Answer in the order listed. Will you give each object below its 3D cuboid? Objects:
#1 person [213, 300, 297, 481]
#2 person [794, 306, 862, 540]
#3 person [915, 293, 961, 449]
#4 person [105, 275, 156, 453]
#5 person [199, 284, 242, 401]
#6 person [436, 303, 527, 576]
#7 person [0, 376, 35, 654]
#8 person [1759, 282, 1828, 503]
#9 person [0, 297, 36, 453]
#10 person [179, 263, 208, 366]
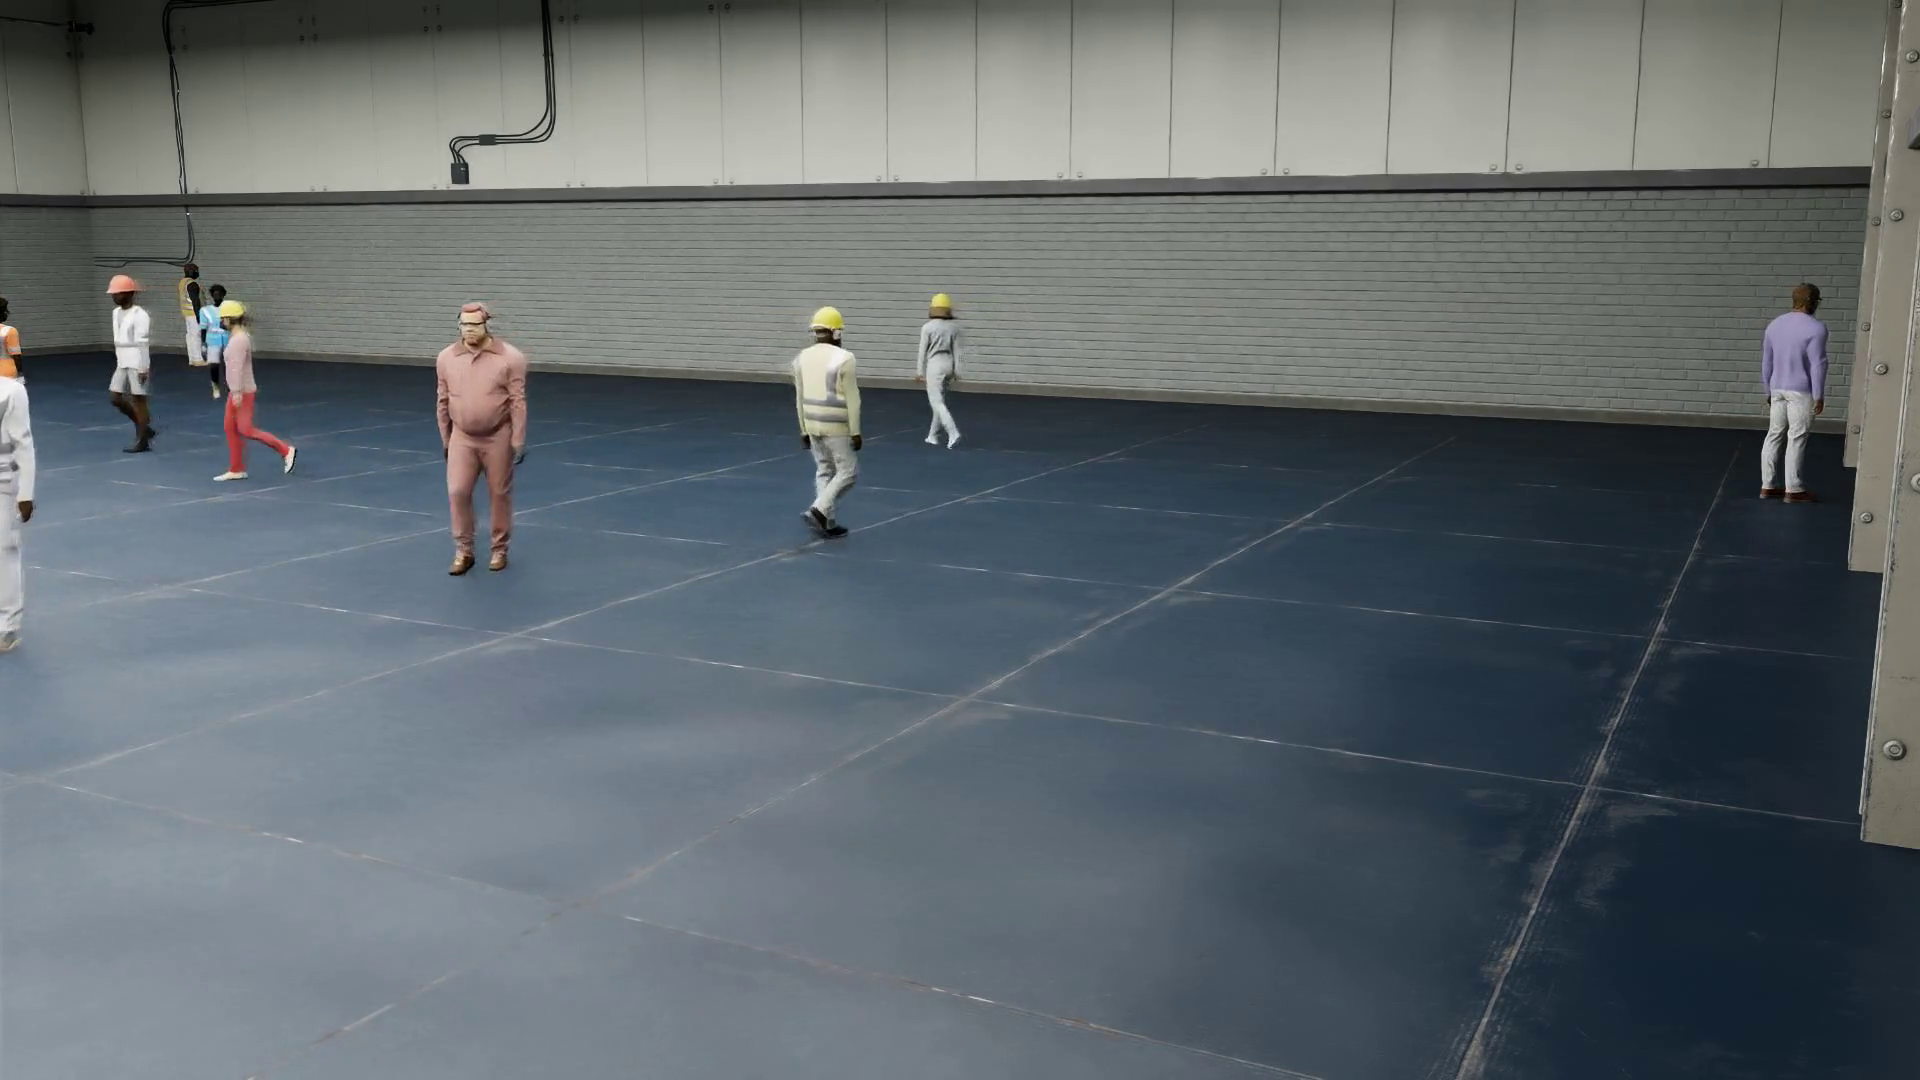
[{"bbox_3d":[-6.835,-1.434,15.980,0.673,1.740,0.522,-6,12,-30],"label":"person"},{"bbox_3d":[-1.024,-0.871,12.708,0.608,1.812,0.519,8,13,38],"label":"person"},{"bbox_3d":[-0.194,-1.881,18.503,0.494,1.716,0.817,-7,13,-35],"label":"person"},{"bbox_3d":[-8.977,-1.892,17.974,0.573,1.923,0.402,6,12,29],"label":"person"},{"bbox_3d":[-10.271,-2.719,23.144,0.545,1.687,0.417,-5,12,-26],"label":"person"},{"bbox_3d":[-3.327,-0.688,11.536,0.647,1.888,0.661,-1,10,-3],"label":"person"},{"bbox_3d":[-5.481,-0.271,9.284,0.615,1.868,0.453,-1,10,-8],"label":"person"},{"bbox_3d":[7.374,-1.299,14.708,0.353,1.937,0.635,-4,11,-19],"label":"person"},{"bbox_3d":[-10.239,-1.745,17.795,0.541,1.695,0.316,2,11,13],"label":"person"},{"bbox_3d":[-13.841,-4.070,30.083,0.429,1.843,0.632,-9,14,-40],"label":"person"}]
